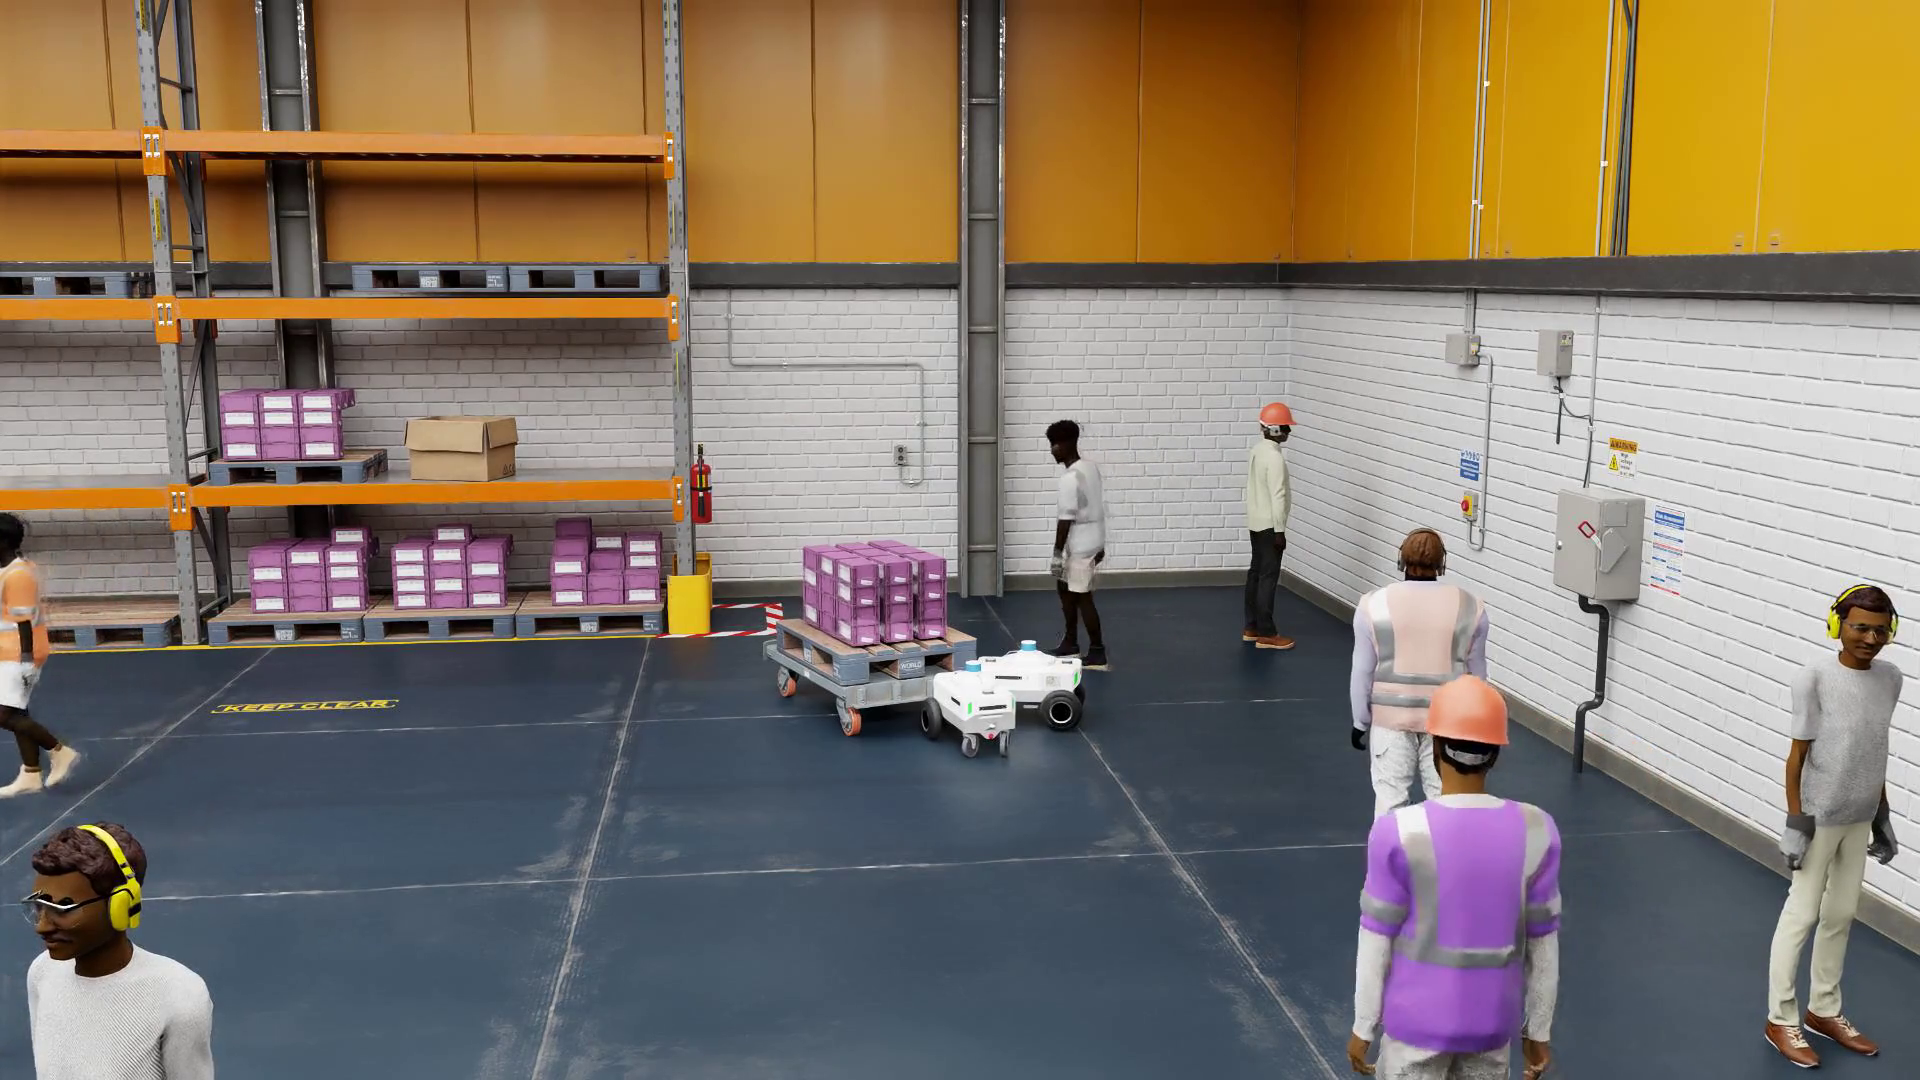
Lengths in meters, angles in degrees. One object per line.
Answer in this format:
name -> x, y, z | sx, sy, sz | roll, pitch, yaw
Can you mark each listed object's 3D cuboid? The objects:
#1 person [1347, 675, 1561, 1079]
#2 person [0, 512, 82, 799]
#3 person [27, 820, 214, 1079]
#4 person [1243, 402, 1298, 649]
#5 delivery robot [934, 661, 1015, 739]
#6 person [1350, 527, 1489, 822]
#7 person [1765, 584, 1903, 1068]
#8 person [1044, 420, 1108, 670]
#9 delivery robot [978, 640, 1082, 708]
person -> 1.397, 1.346, 4.639 | 0.565, 1.916, 0.601 | -1, 9, -8
person -> -5.414, 0.667, 9.563 | 0.402, 1.680, 0.545 | -7, 12, -38
person -> -1.857, 1.521, 3.657 | 0.510, 1.872, 0.328 | 3, 10, 17
person -> 2.524, -0.123, 13.527 | 0.390, 1.992, 0.624 | -1, 9, -9
delivery robot -> 0.088, 1.015, 10.619 | 0.477, 0.478, 0.707 | -3, 10, -19
person -> 2.163, 0.857, 7.892 | 0.624, 1.845, 0.430 | 2, 9, 10
person -> 3.397, 1.084, 6.409 | 0.513, 1.866, 0.331 | -3, 10, -18
person -> 0.834, 0.044, 12.699 | 0.719, 1.927, 0.655 | 3, 10, 20
delivery robot -> 0.461, 0.920, 11.212 | 0.707, 0.478, 0.477 | 1, 9, 6
